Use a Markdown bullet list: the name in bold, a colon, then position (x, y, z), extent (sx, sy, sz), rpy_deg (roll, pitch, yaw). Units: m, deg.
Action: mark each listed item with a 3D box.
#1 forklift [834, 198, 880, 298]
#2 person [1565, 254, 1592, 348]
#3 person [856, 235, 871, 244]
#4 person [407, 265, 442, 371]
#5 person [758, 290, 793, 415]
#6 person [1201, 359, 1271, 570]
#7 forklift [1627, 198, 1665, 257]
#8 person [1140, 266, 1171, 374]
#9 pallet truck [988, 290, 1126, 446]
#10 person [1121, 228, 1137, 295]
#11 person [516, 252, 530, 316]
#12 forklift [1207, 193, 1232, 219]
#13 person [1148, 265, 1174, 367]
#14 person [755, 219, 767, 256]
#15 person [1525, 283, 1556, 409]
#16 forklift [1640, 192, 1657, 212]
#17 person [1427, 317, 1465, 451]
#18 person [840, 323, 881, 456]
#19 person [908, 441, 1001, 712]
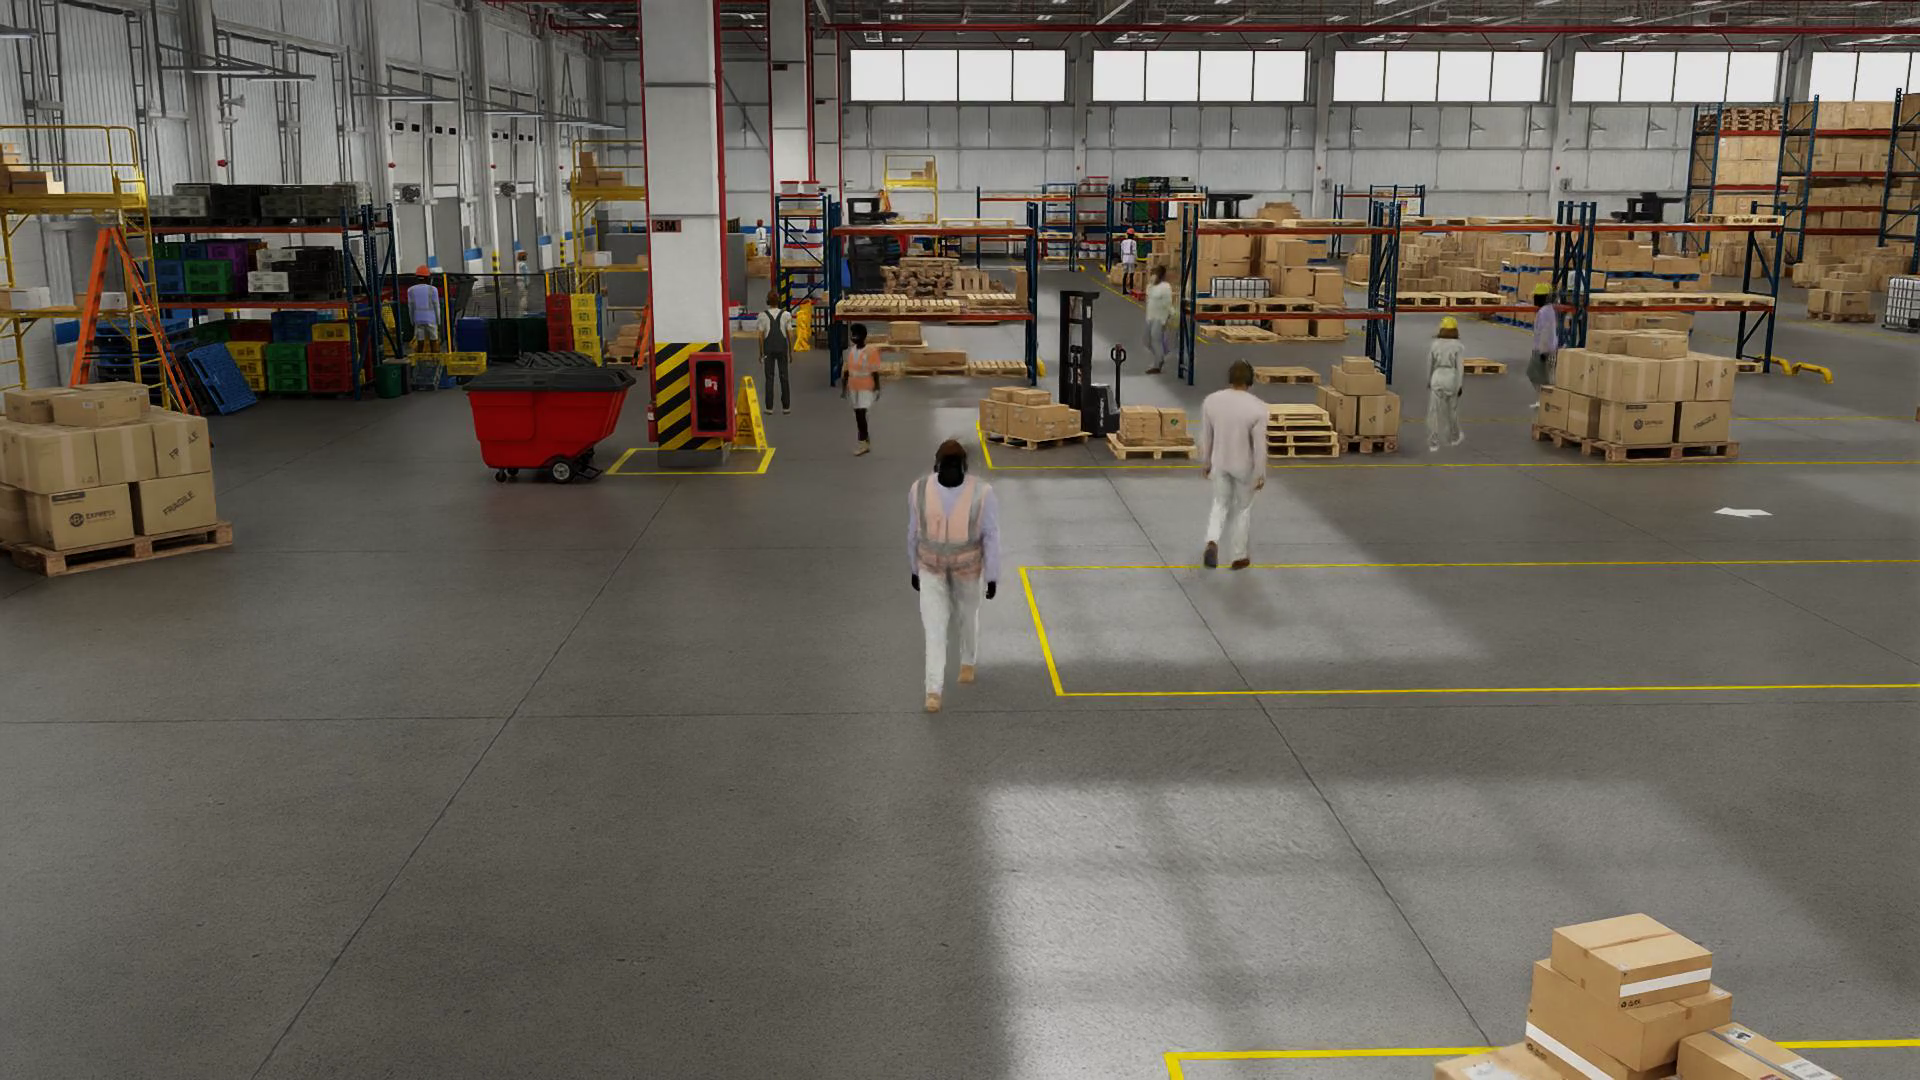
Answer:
- **forklift**: position (-2.746, -8.345, 47.400), extent (1.129, 2.768, 1.873), rpy_deg (-8, 15, -33)
- **person**: position (12.288, -4.727, 33.149), extent (0.609, 1.963, 0.368), rpy_deg (-6, 14, -25)
- **person**: position (-2.645, -8.007, 48.142), extent (0.677, 1.869, 1.017), rpy_deg (5, 14, 22)
- **person**: position (-9.396, -3.851, 29.254), extent (0.551, 1.937, 0.357), rpy_deg (-1, 13, -3)
- **person**: position (-2.722, -2.768, 24.572), extent (0.511, 1.846, 0.341), rpy_deg (-2, 13, -10)
- **person**: position (2.440, -0.648, 14.834), extent (0.640, 1.921, 0.574), rpy_deg (7, 14, 28)
- **forklift**: position (19.158, -8.193, 46.714), extent (1.129, 2.768, 1.873), rpy_deg (0, 12, -2)
- **person**: position (3.454, -3.895, 29.476), extent (0.433, 1.922, 0.637), rpy_deg (-8, 15, -31)
- **pallet truck**: position (1.257, -2.299, 22.111), extent (1.885, 1.965, 0.823), rpy_deg (-9, 15, -35)
- **person**: position (4.951, -8.125, 48.553), extent (0.544, 1.938, 0.356), rpy_deg (11, 16, 40)
- **person**: position (-10.707, -6.240, 40.747), extent (0.312, 1.633, 0.521), rpy_deg (-7, 14, -28)
- **forklift**: position (8.749, -10.320, 56.317), extent (1.129, 2.768, 1.873), rpy_deg (-9, 15, -35)
- **person**: position (3.713, -4.105, 30.549), extent (0.455, 1.877, 0.634), rpy_deg (-4, 13, -19)
- **person**: position (-7.088, -10.454, 59.192), extent (0.355, 1.883, 0.573), rpy_deg (6, 14, 26)
- **person**: position (8.772, -2.912, 25.086), extent (0.454, 1.913, 0.596), rpy_deg (6, 14, 26)
- **forklift**: position (24.859, -11.207, 60.322), extent (1.873, 2.768, 1.129), rpy_deg (2, 13, 9)
- **person**: position (6.308, -2.030, 21.548), extent (0.511, 1.694, 0.877), rpy_deg (9, 15, 34)
- **person**: position (-1.312, -1.889, 21.001), extent (0.550, 1.668, 0.680), rpy_deg (10, 16, 37)
- **person**: position (-0.039, 0.196, 11.337), extent (0.645, 1.794, 0.971), rpy_deg (1, 13, 6)
